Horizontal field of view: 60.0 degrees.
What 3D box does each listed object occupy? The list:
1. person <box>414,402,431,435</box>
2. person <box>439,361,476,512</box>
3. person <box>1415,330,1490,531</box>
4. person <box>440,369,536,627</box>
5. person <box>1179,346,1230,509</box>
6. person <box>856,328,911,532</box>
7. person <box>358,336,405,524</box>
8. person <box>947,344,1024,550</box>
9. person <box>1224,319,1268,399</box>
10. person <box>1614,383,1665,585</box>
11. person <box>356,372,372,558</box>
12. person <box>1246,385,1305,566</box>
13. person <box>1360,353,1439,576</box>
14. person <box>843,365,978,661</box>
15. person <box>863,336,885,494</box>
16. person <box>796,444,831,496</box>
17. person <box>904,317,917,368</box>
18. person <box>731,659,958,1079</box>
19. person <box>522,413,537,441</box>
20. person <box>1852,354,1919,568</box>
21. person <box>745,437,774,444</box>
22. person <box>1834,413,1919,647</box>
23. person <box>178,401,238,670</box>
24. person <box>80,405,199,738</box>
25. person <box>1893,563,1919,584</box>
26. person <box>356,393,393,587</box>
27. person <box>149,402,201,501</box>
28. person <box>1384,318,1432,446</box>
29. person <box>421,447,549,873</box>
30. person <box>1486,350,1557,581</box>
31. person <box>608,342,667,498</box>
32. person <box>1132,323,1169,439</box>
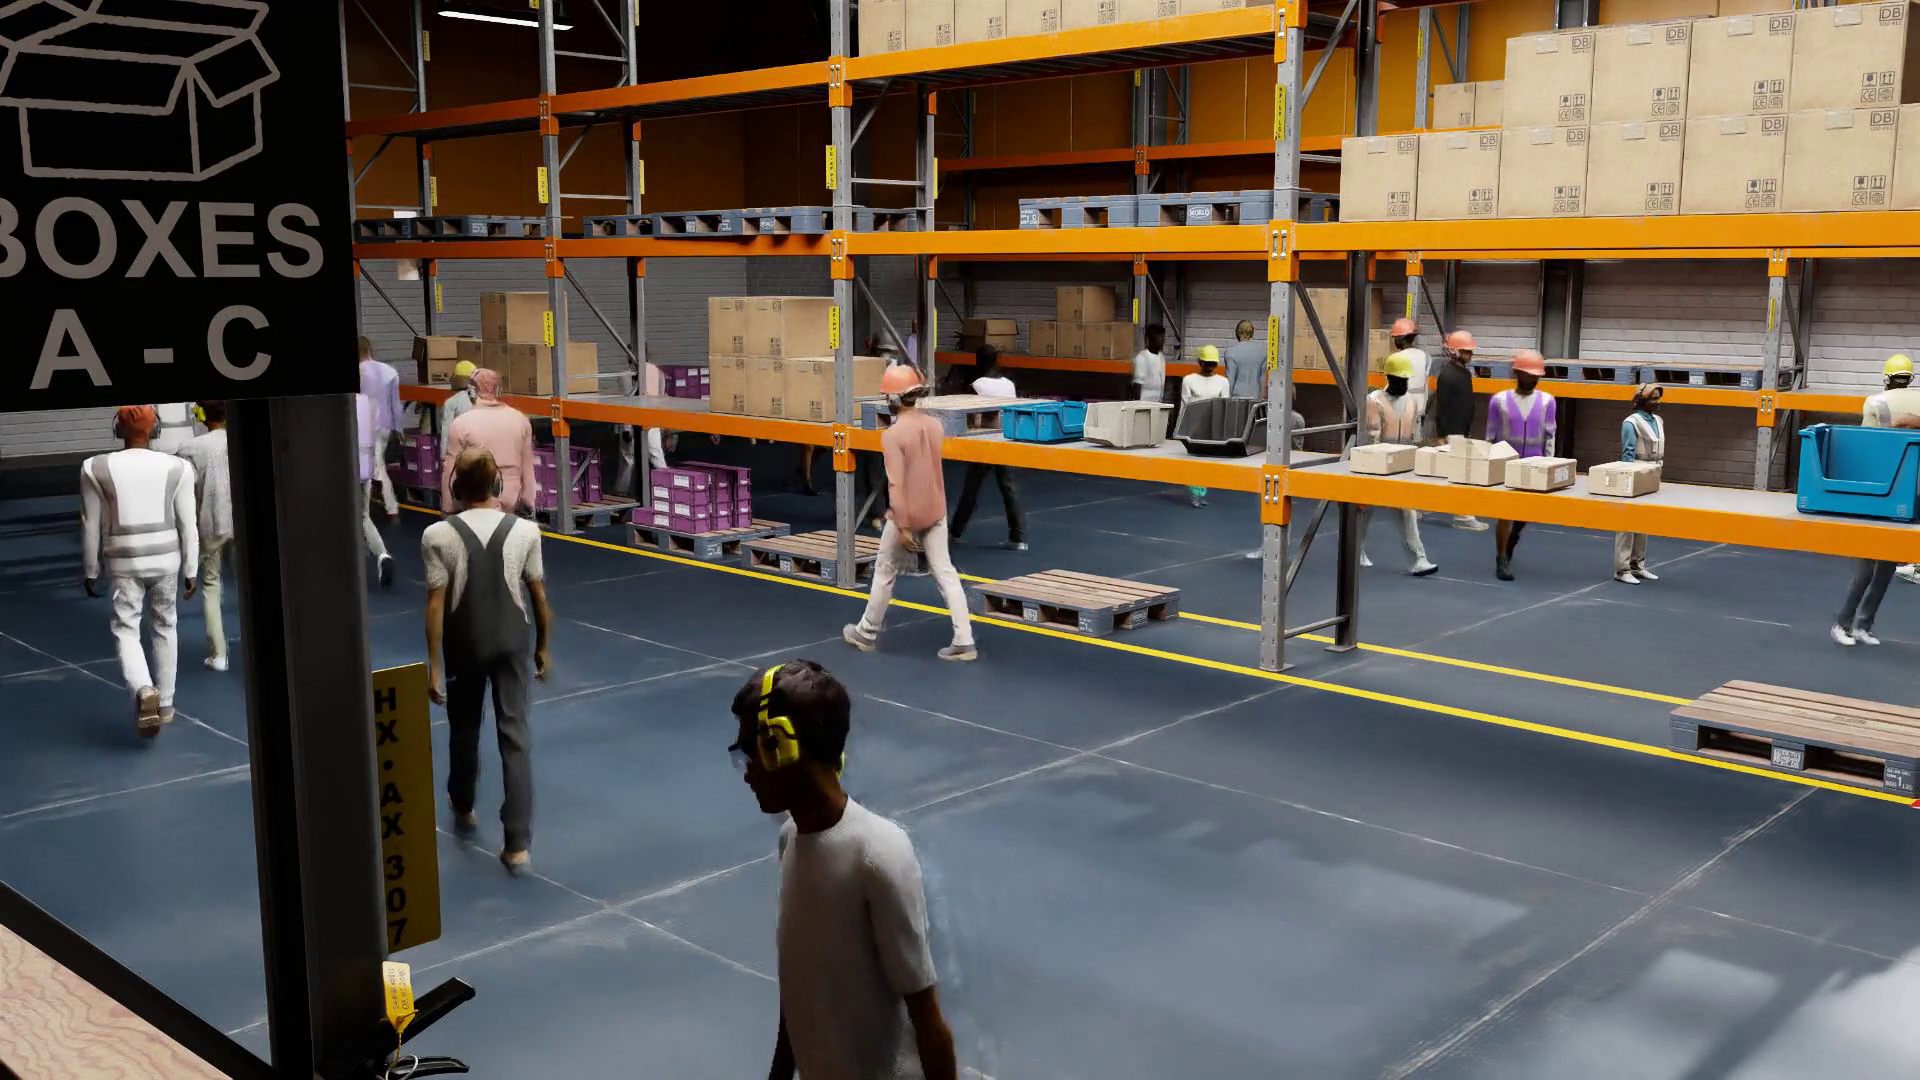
[{"bbox_3d":[-6.739,-1.694,21.206,0.506,1.608,0.535,-6,11,-31],"label":"person"},{"bbox_3d":[-4.632,-0.826,15.597,0.510,1.691,0.887,-9,13,-44],"label":"person"},{"bbox_3d":[4.826,-1.092,16.441,0.873,1.965,0.622,7,11,35],"label":"person"},{"bbox_3d":[-3.374,-0.293,11.881,0.990,1.857,0.663,7,12,38],"label":"person"},{"bbox_3d":[2.643,-1.206,17.798,0.540,1.731,0.698,-1,9,-8],"label":"person"},{"bbox_3d":[-0.775,-1.152,16.578,0.706,2.000,1.003,0,9,-1],"label":"person"},{"bbox_3d":[-5.998,-1.112,16.825,1.053,1.874,0.638,7,12,38],"label":"person"},{"bbox_3d":[0.222,-0.859,15.307,0.998,1.863,0.630,9,13,42],"label":"person"},{"bbox_3d":[3.496,-1.746,20.530,0.635,1.938,0.360,-5,11,-28],"label":"person"},{"bbox_3d":[5.562,-0.465,13.588,0.524,1.639,0.306,-8,12,-39],"label":"person"},{"bbox_3d":[-5.526,-0.733,15.010,0.910,1.718,0.528,8,12,40],"label":"person"},{"bbox_3d":[2.700,-0.581,14.394,0.287,1.610,0.648,-7,12,-37],"label":"person"},{"bbox_3d":[3.619,-0.641,13.992,0.577,1.861,1.046,-3,10,-20],"label":"person"},{"bbox_3d":[-0.310,-0.174,10.926,1.058,1.937,0.610,8,13,42],"label":"person"},{"bbox_3d":[-0.964,-1.439,19.074,0.567,1.793,0.934,-4,10,-25],"label":"person"},{"bbox_3d":[-1.672,-1.451,18.801,0.544,1.920,0.571,-8,12,-41],"label":"person"},{"bbox_3d":[-0.578,-2.167,23.251,0.400,1.901,0.646,2,9,9],"label":"person"},{"bbox_3d":[-0.170,1.151,3.122,0.340,1.831,0.671,-6,11,-32],"label":"person"},{"bbox_3d":[-6.559,-2.278,24.714,0.523,1.636,0.310,1,9,9],"label":"person"},{"bbox_3d":[7.974,-0.669,14.250,0.590,1.833,0.404,0,9,0],"label":"person"},{"bbox_3d":[-2.955,-2.317,24.345,0.621,1.839,0.429,-4,10,-23],"label":"person"},{"bbox_3d":[6.245,-0.066,11.227,0.538,1.598,0.442,1,9,6],"label":"person"},{"bbox_3d":[-4.593,-0.047,10.434,0.528,1.849,0.781,-8,12,-39],"label":"person"},{"bbox_3d":[-4.481,0.154,9.138,0.578,1.859,0.808,-6,11,-32],"label":"person"},{"bbox_3d":[8.059,-0.497,13.291,1.019,1.806,0.530,2,10,13],"label":"person"},{"bbox_3d":[-4.765,-0.509,13.022,0.579,1.912,0.611,7,12,38],"label":"person"},{"bbox_3d":[-7.225,-0.867,15.277,0.546,1.904,0.930,-7,12,-36],"label":"person"},{"bbox_3d":[4.899,-1.421,18.265,0.653,2.027,0.677,-5,11,-29],"label":"person"},{"bbox_3d":[-2.074,0.485,7.294,0.549,1.787,0.989,-4,10,-24],"label":"person"},{"bbox_3d":[4.651,-0.643,13.904,0.580,1.908,0.793,1,9,6],"label":"person"},{"bbox_3d":[-3.443,-1.253,17.969,0.977,1.793,0.646,8,12,41],"label":"person"},{"bbox_3d":[2.225,-1.699,20.323,0.986,1.926,0.608,8,12,40],"label":"person"}]
